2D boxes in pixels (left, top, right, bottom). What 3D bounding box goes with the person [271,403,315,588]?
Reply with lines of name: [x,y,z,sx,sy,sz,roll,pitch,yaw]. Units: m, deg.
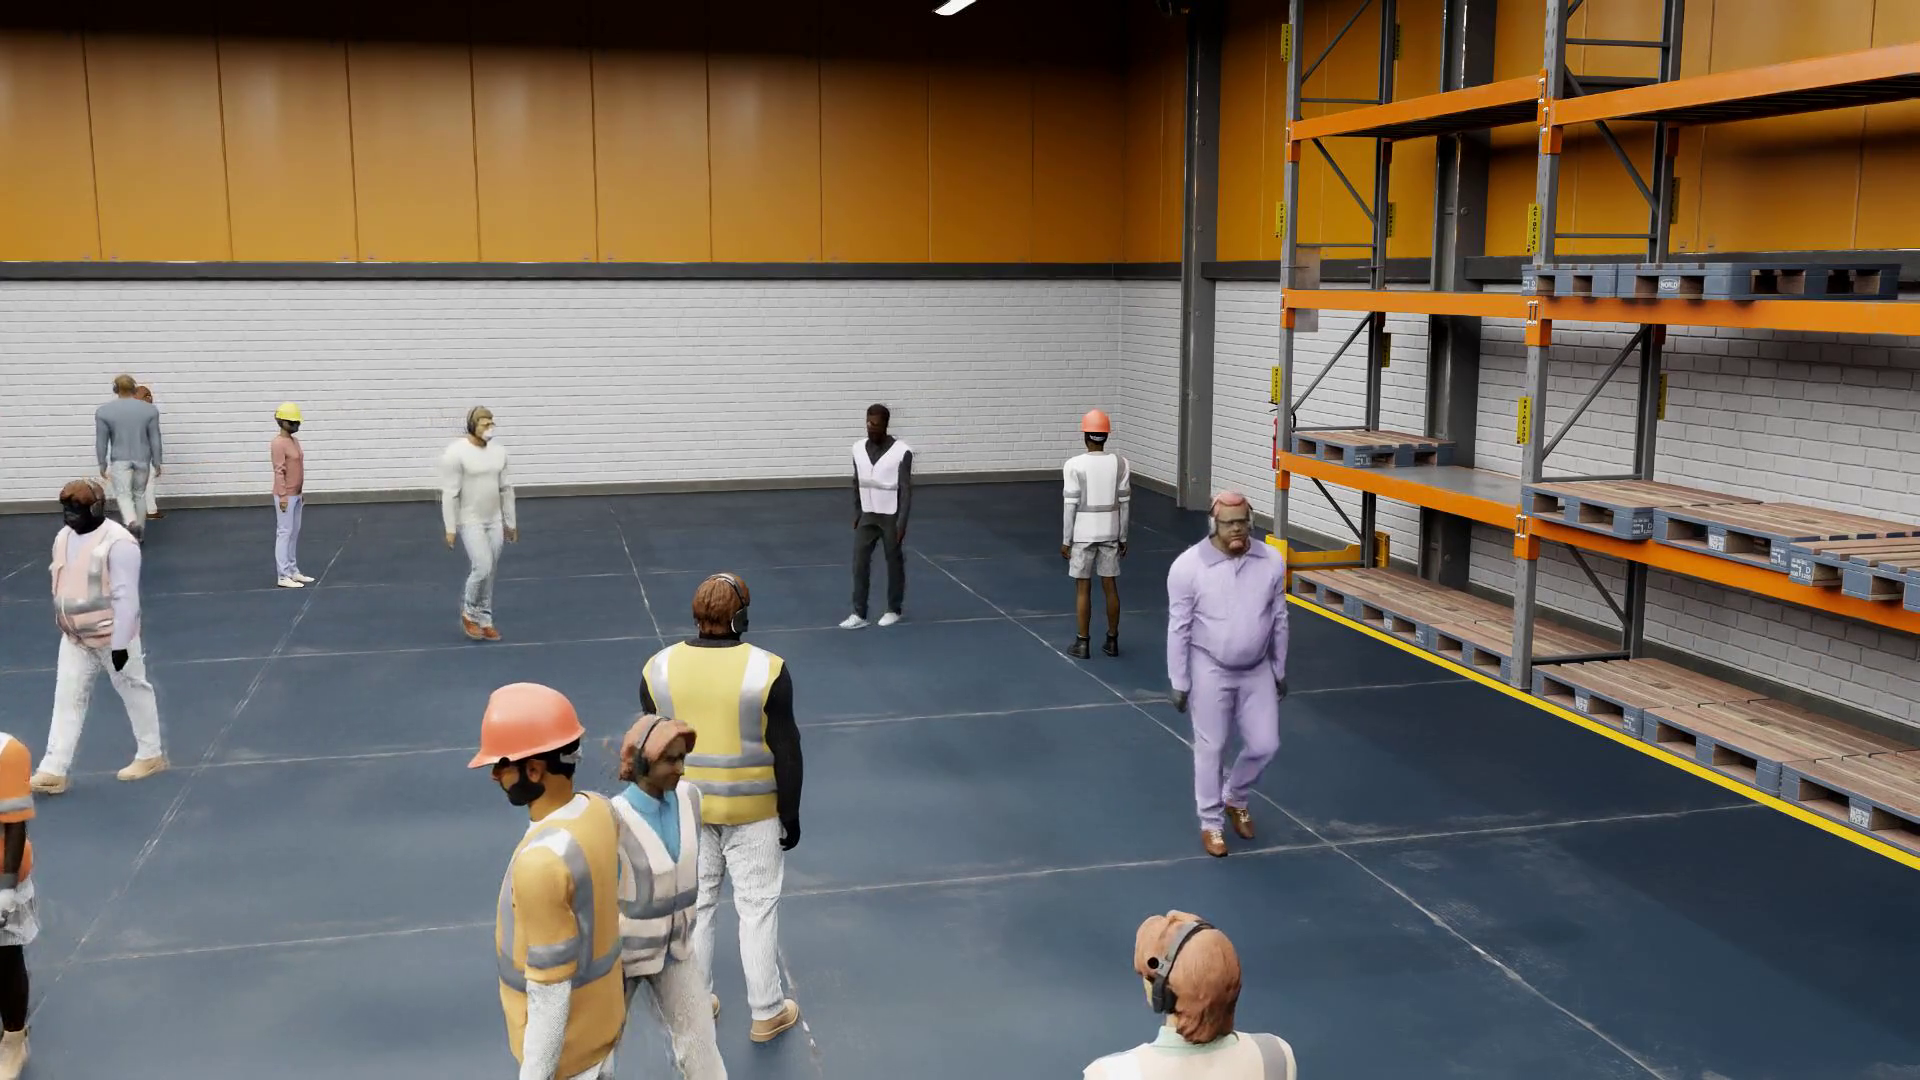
person: [-6.375,-0.429,15.876,0.324,1.760,0.534,-1,9,-3]

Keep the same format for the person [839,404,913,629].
person: [-0.721,-0.178,13.889,0.629,1.887,0.819,5,10,29]

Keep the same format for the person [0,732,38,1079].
person: [-3.521,1.223,5.827,0.541,1.659,0.763,-1,9,-9]

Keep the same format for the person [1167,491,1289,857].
person: [1.384,0.683,8.525,0.667,1.888,0.435,-2,9,-11]

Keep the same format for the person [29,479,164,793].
person: [-5.011,0.562,9.527,0.646,1.802,0.933,4,10,24]

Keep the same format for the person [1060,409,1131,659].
person: [1.040,-0.044,12.916,0.553,1.935,0.362,-3,10,-17]

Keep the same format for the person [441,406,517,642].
person: [-3.847,-0.119,13.415,0.438,1.925,0.657,6,11,31]

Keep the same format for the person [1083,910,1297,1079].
person: [0.482,1.597,3.587,0.522,1.645,0.305,-3,10,-19]

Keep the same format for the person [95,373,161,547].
person: [-9.008,-0.856,18.069,0.634,1.917,0.819,-7,11,-36]

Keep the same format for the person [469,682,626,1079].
person: [-1.085,1.320,4.431,0.366,1.930,0.542,0,9,1]

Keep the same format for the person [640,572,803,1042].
person: [-0.903,1.037,6.468,0.627,1.844,0.429,2,9,12]

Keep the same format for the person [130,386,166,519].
person: [-9.929,-1.060,20.234,0.494,1.624,0.285,2,9,11]

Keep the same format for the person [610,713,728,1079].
person: [-0.967,1.346,5.329,0.896,1.579,0.548,6,11,34]
